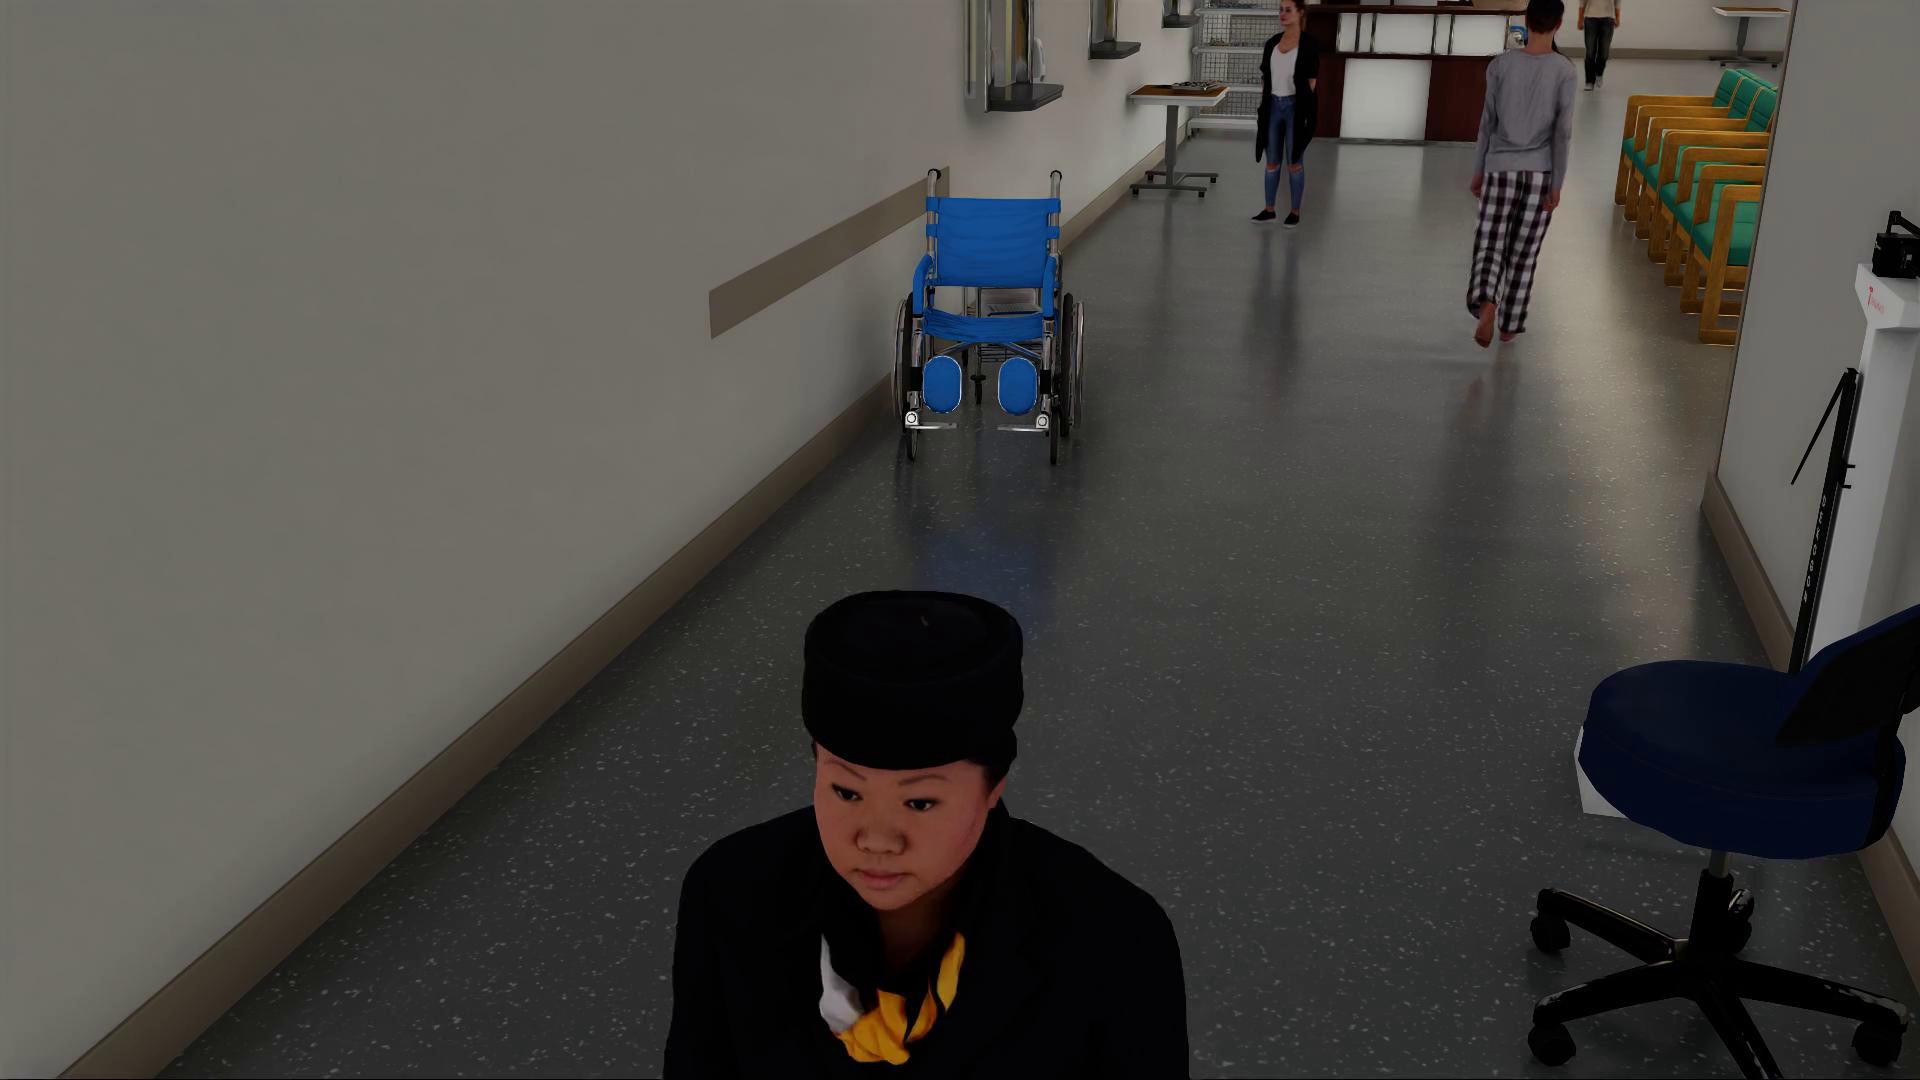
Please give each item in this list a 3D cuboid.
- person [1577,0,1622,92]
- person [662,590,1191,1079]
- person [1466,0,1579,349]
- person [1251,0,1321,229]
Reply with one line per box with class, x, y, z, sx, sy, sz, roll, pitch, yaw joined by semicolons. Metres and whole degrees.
person;8.313;-6.758;21.620;0.717;1.783;0.772;7;22;18
person;0.008;0.800;1.835;0.626;1.663;0.799;8;22;21
person;2.906;-1.881;8.682;0.960;1.826;0.764;9;22;22
person;2.422;-3.161;12.266;0.631;1.683;0.767;15;25;34
